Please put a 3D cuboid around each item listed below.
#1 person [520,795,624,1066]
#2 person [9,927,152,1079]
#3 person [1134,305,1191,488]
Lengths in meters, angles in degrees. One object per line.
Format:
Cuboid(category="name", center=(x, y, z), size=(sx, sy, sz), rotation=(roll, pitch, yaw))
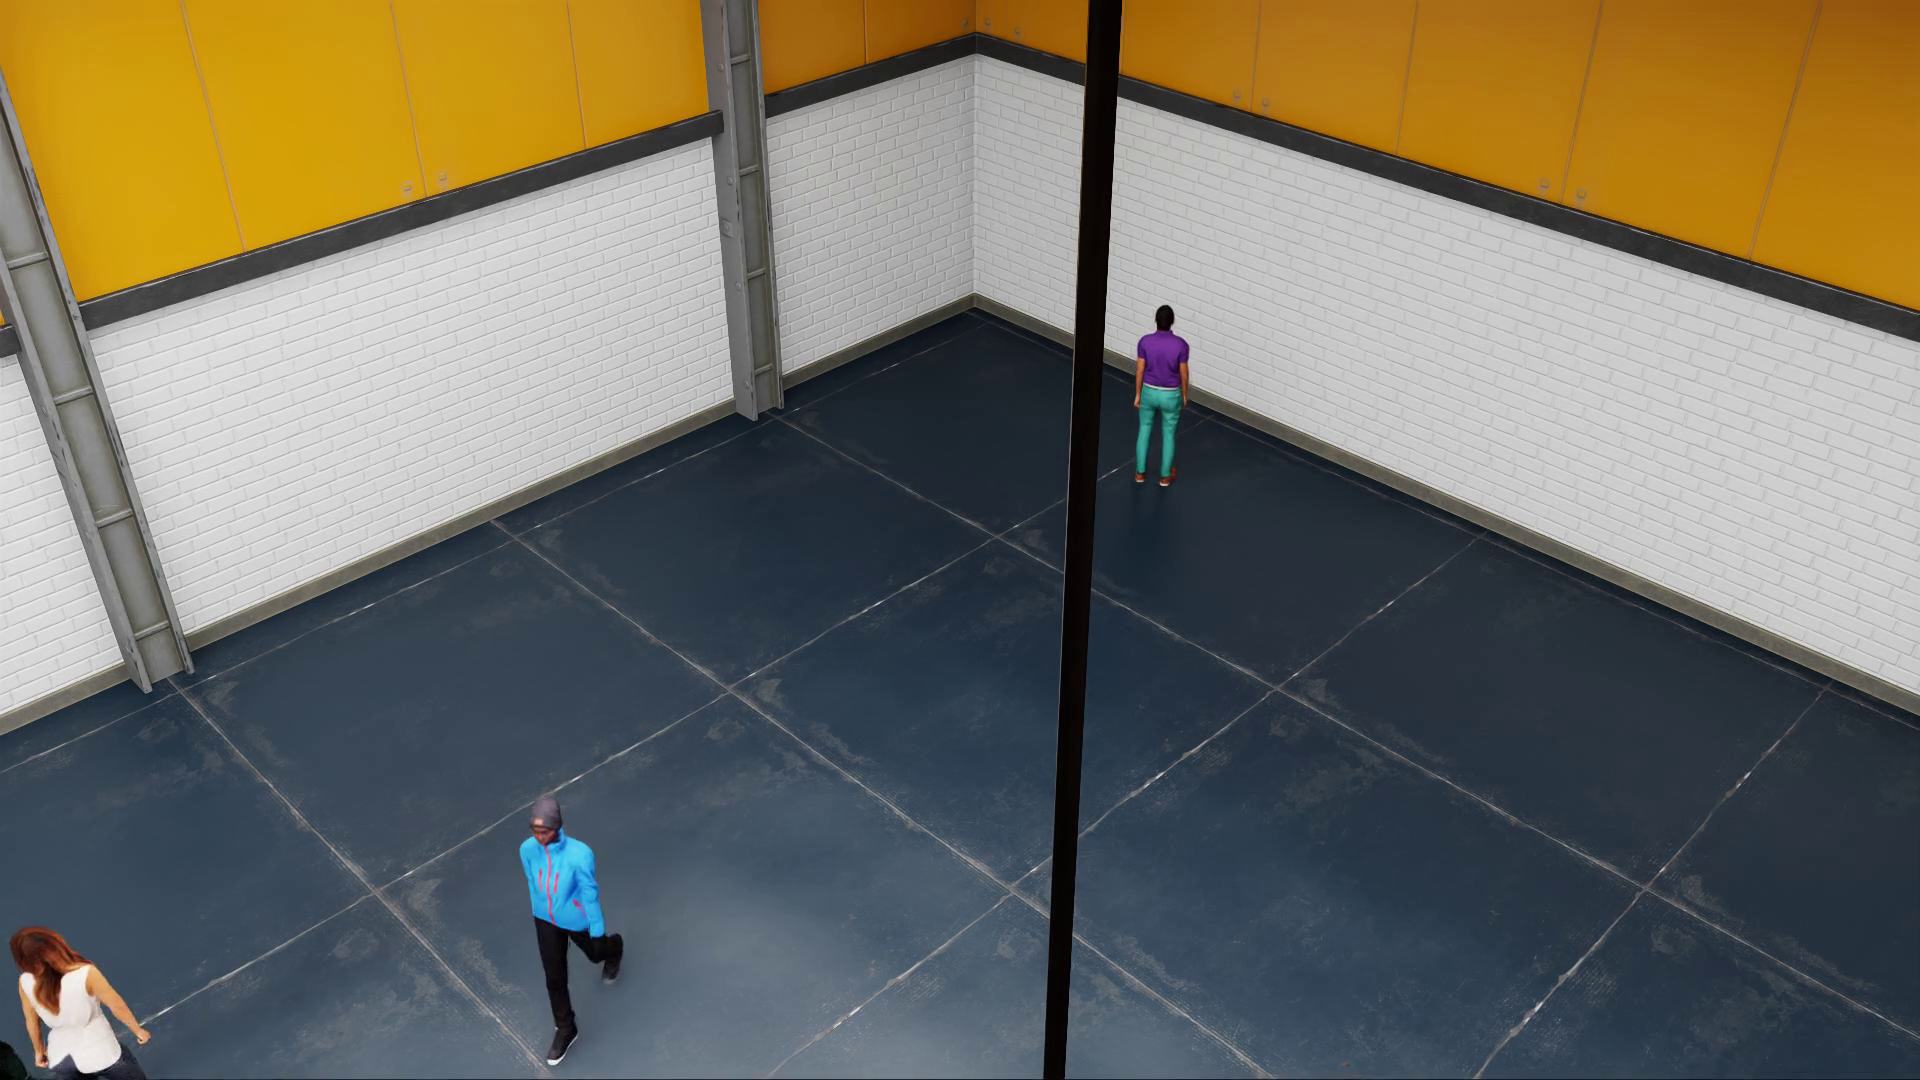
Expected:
Cuboid(category="person", center=(-2.246, 2.148, 9.729), size=(1.035, 1.768, 1.211), rotation=(6, 34, 8))
Cuboid(category="person", center=(-4.700, 2.752, 8.826), size=(0.933, 1.762, 0.995), rotation=(6, 34, 9))
Cuboid(category="person", center=(1.802, -1.288, 14.897), size=(0.730, 1.769, 0.746), rotation=(9, 35, 13))
